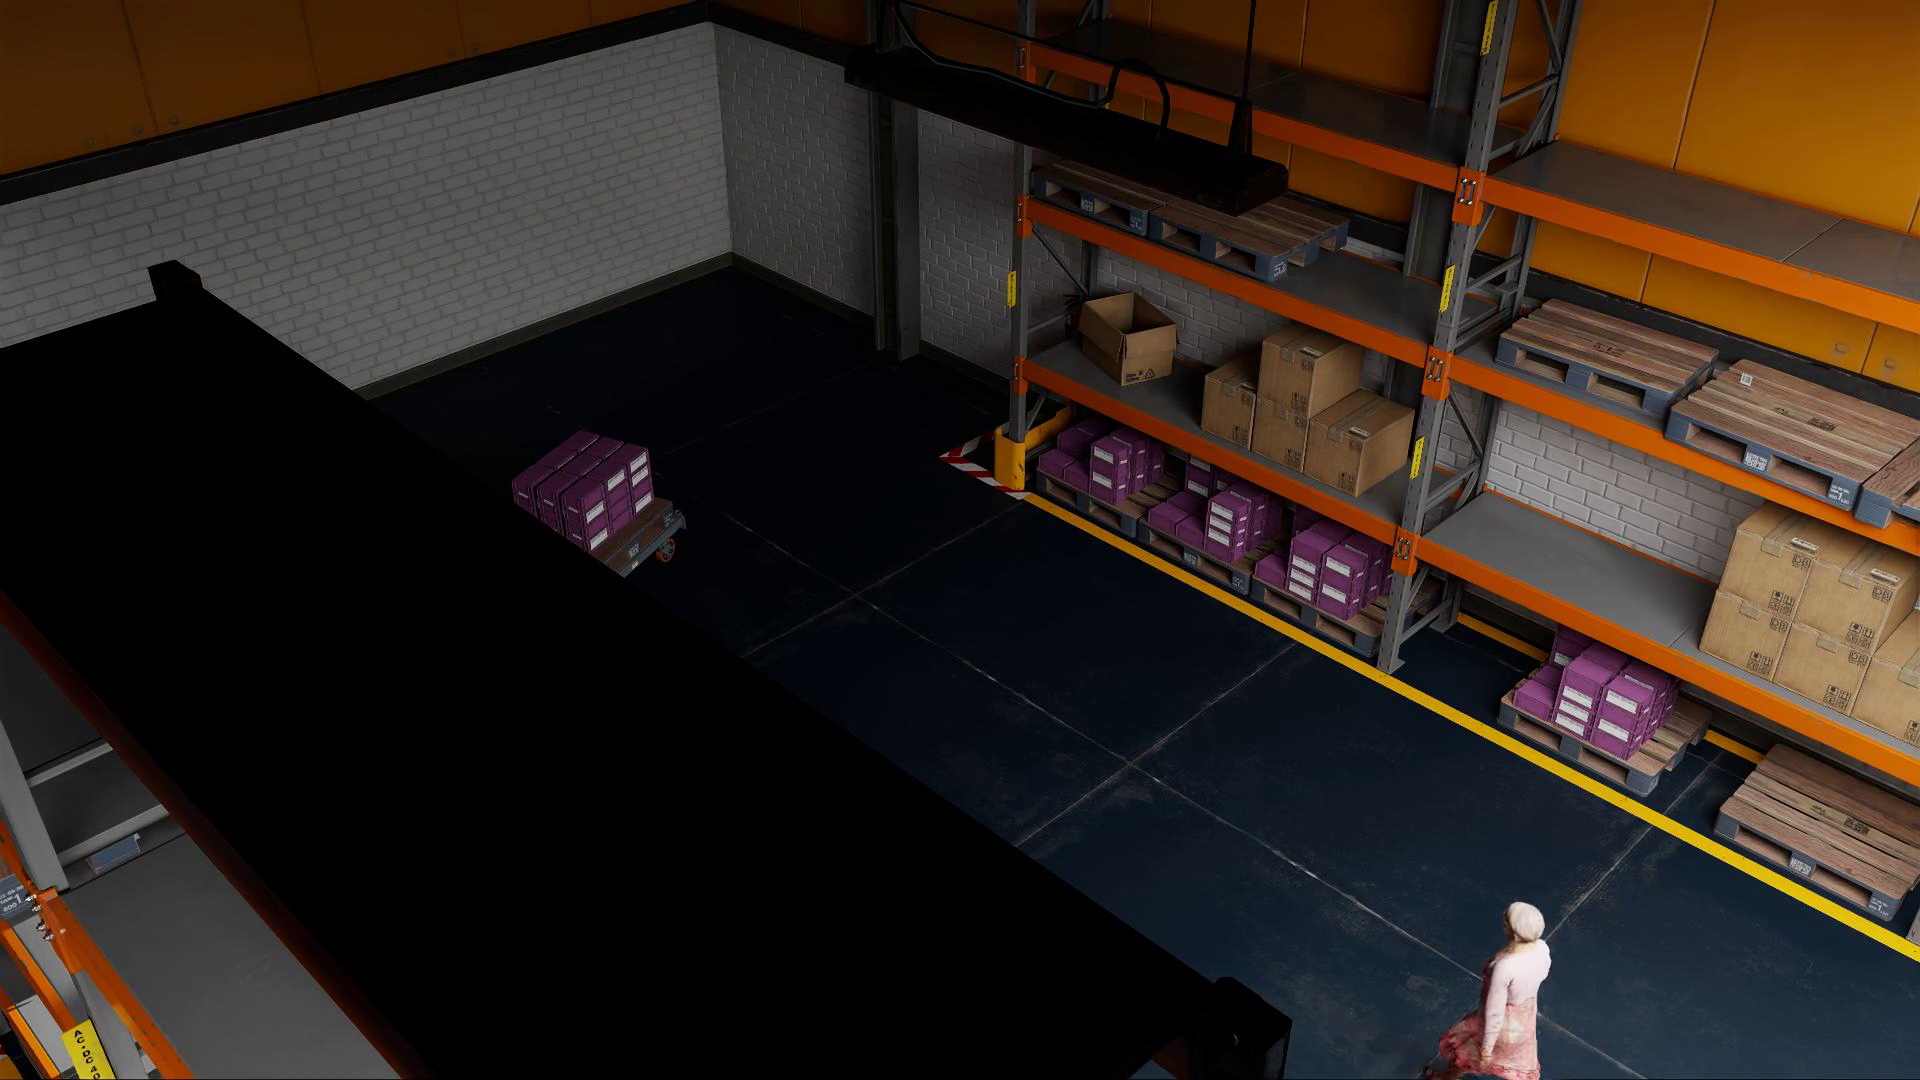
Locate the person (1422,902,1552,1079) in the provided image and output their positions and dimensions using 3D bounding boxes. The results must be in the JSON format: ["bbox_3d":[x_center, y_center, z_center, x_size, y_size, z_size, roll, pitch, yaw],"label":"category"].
[{"bbox_3d":[3.042,2.685,9.066,0.737,1.653,1.124,-20,39,-27],"label":"person"}]
